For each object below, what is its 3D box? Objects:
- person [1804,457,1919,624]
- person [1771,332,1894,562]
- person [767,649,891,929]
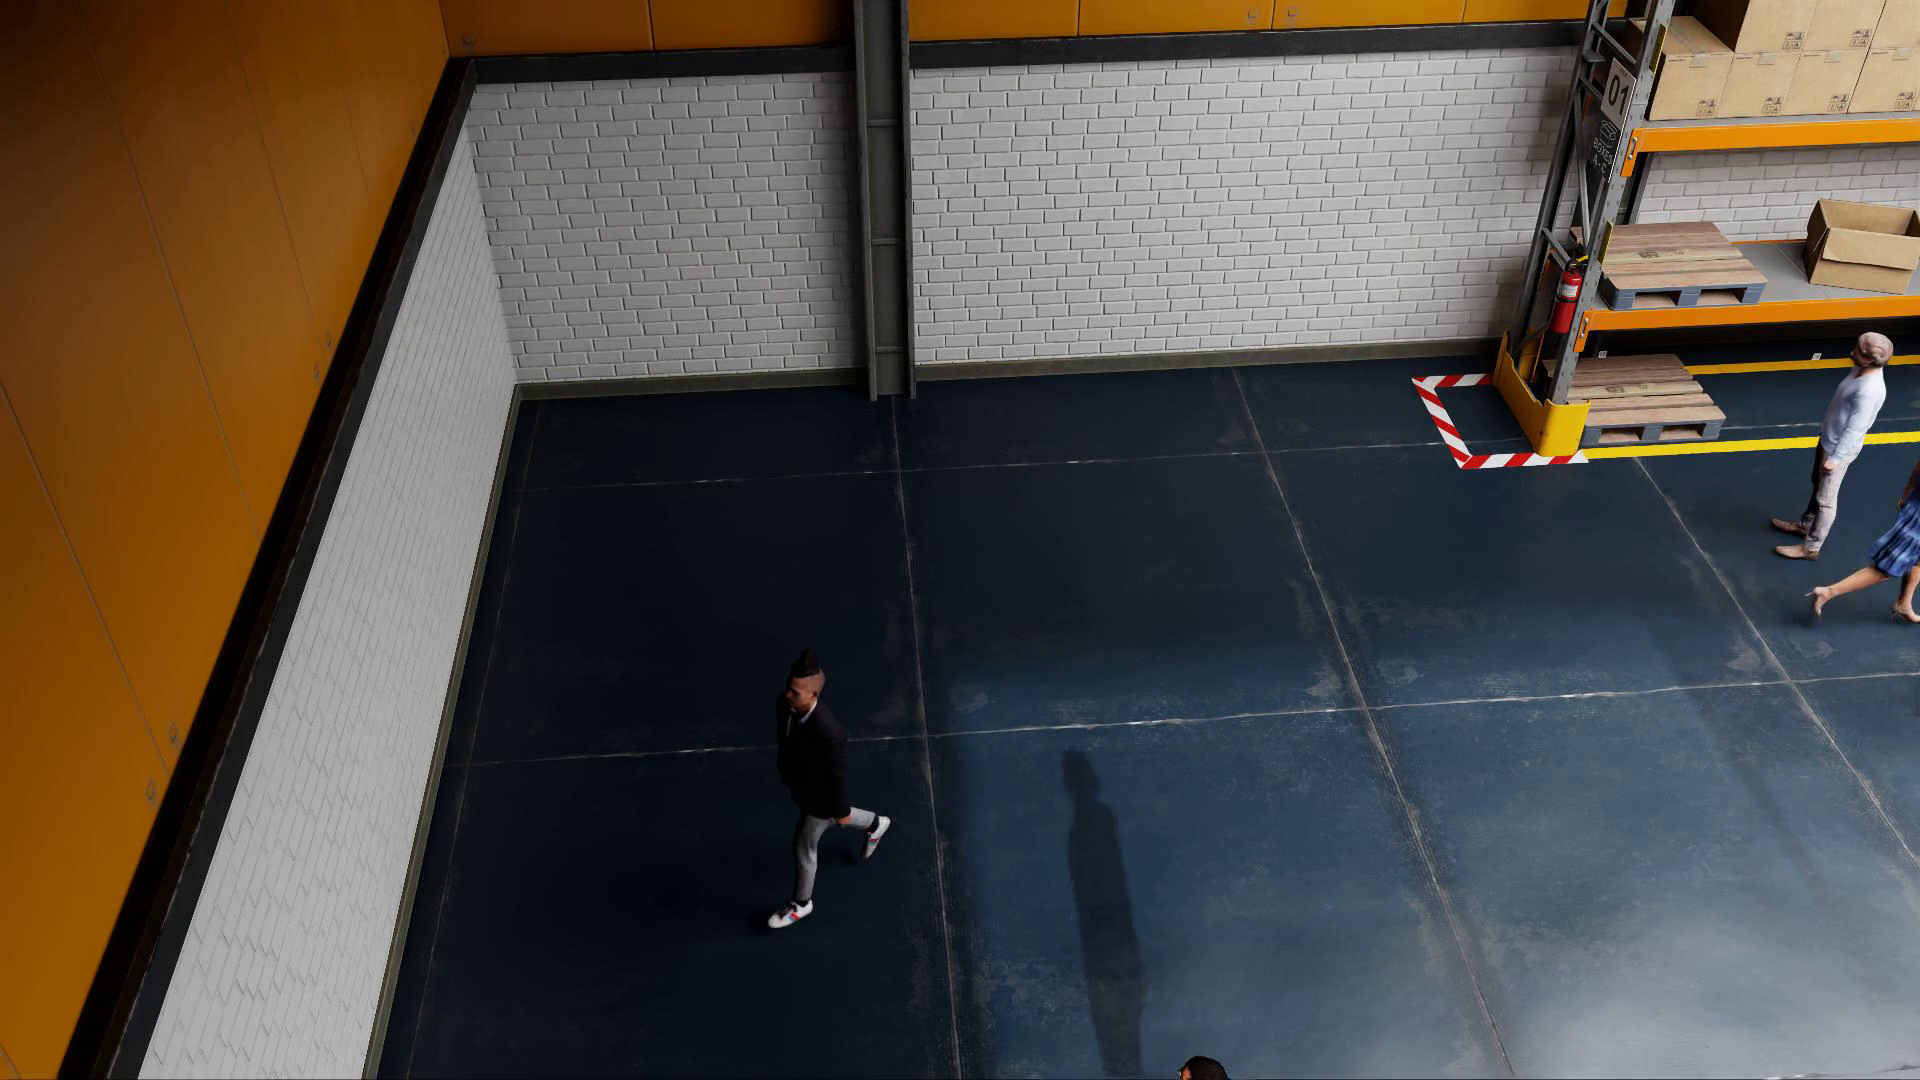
[{"bbox_3d":[6.461,-0.080,11.397,1.197,1.777,0.874,7,39,9],"label":"person"},{"bbox_3d":[6.381,-0.691,12.073,0.731,1.888,0.746,13,40,16],"label":"person"},{"bbox_3d":[-0.750,1.348,9.493,1.311,1.922,1.140,-26,45,-29],"label":"person"}]
